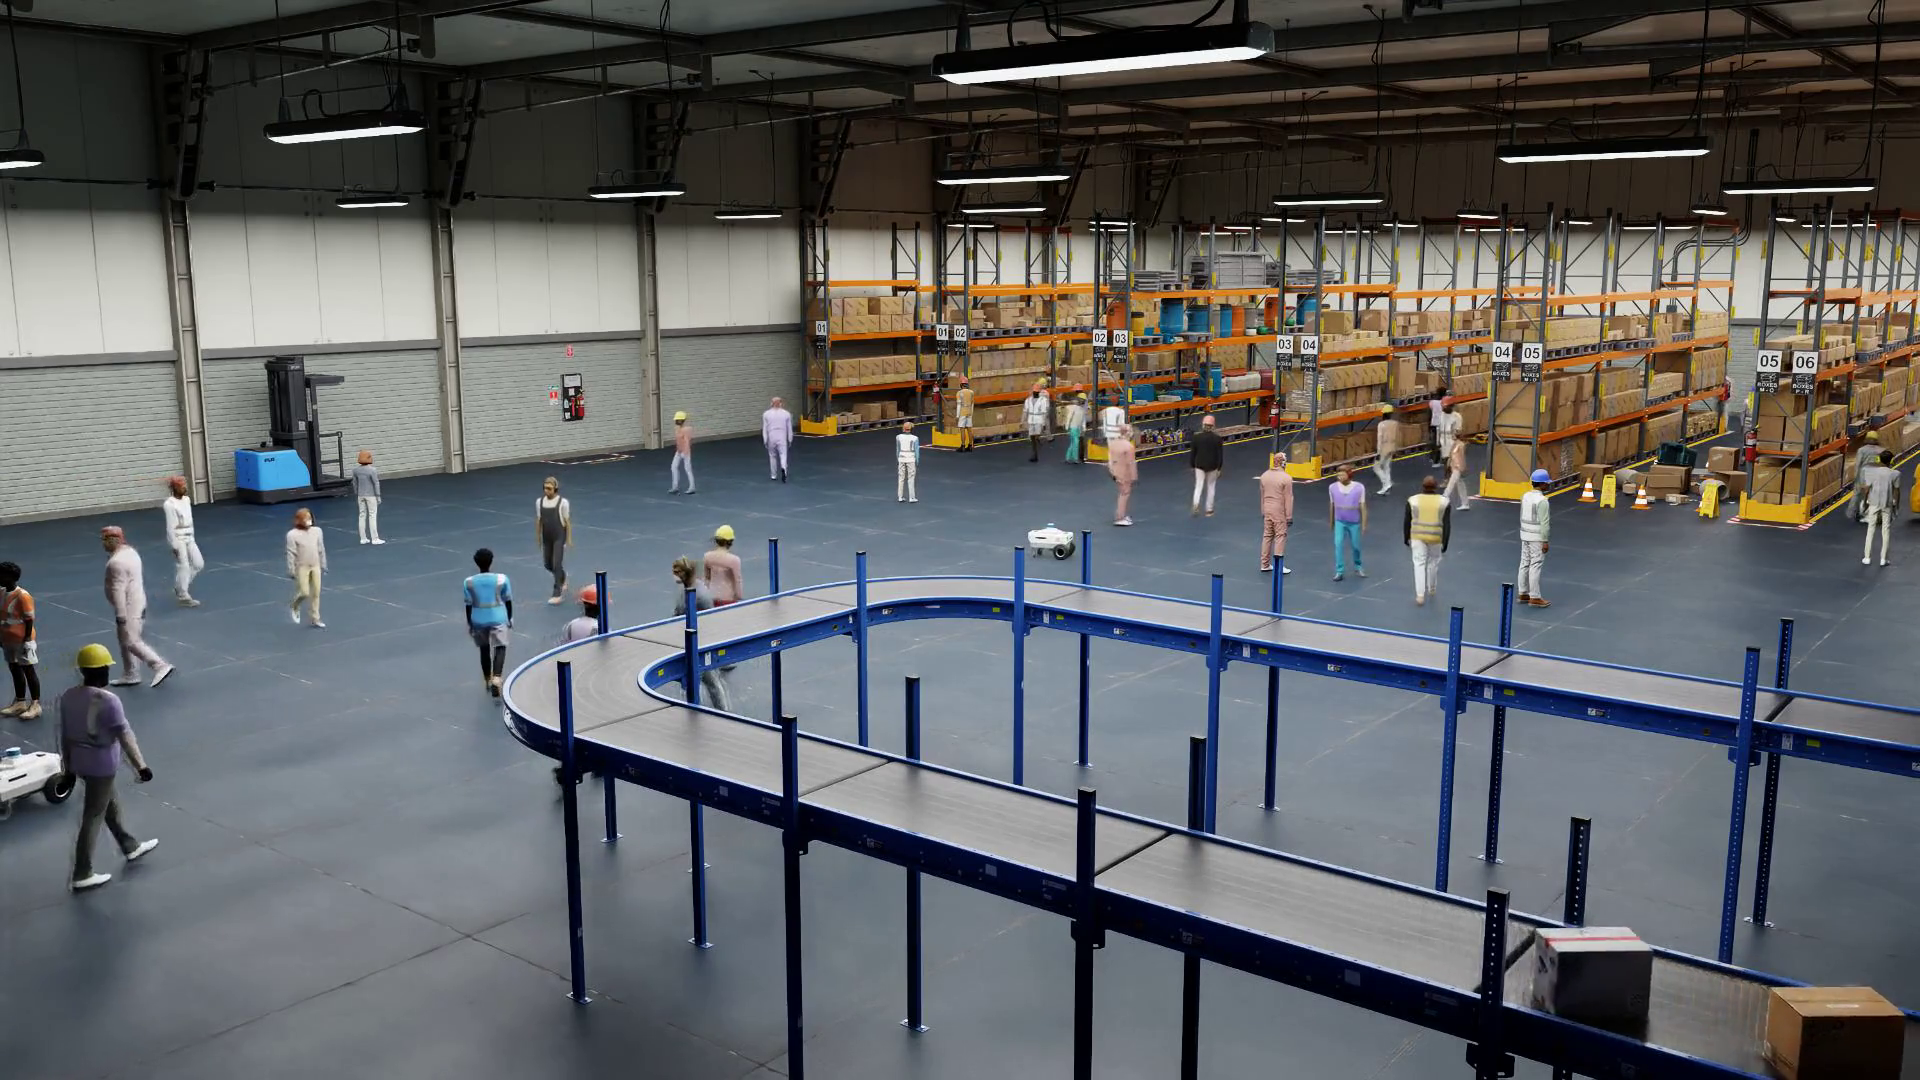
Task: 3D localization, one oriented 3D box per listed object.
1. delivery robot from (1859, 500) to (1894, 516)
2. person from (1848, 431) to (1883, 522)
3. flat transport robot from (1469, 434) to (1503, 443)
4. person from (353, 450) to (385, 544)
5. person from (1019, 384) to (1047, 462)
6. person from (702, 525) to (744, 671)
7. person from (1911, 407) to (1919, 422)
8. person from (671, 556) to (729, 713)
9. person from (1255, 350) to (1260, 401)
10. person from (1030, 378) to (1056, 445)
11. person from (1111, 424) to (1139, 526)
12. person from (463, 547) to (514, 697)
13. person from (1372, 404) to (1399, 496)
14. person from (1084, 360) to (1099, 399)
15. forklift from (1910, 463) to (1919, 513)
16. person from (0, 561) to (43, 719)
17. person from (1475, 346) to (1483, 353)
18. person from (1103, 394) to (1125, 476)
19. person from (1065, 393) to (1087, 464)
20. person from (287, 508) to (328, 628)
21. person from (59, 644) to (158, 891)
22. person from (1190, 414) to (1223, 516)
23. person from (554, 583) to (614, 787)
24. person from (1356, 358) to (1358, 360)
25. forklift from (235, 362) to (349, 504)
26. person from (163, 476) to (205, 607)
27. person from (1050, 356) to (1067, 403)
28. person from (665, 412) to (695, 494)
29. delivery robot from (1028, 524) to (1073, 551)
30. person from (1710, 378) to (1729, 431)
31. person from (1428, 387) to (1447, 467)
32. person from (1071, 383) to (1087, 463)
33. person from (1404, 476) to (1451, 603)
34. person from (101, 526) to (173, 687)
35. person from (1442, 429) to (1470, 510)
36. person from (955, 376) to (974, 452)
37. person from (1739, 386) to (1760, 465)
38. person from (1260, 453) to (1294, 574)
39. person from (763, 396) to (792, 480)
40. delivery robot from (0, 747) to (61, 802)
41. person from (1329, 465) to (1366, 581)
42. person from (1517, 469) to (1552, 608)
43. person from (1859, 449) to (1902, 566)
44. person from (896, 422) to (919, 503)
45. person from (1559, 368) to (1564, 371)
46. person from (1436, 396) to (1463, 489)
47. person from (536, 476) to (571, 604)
[{"bbox_3d":[17.238,-0.649,29.410,0.707,0.478,0.477,-7,12,-36],"label":"delivery robot"},{"bbox_3d":[17.052,-1.202,29.456,0.559,1.684,0.802,1,10,5],"label":"person"},{"bbox_3d":[14.578,-2.754,42.322,1.431,0.197,0.652,-1,10,-5],"label":"flat transport robot"},{"bbox_3d":[-10.229,-0.740,27.021,0.507,1.636,0.274,3,11,16],"label":"person"},{"bbox_3d":[1.784,-2.867,38.223,0.646,1.909,0.552,5,11,25],"label":"person"},{"bbox_3d":[-2.816,0.693,18.610,0.548,1.751,0.399,5,11,28],"label":"person"},{"bbox_3d":[26.163,-3.554,42.421,0.657,1.803,0.953,-2,10,-9],"label":"person"},{"bbox_3d":[-2.771,1.101,15.936,0.977,1.892,0.644,-5,11,-26],"label":"person"},{"bbox_3d":[10.306,-5.790,54.890,0.538,1.834,0.822,-5,11,-27],"label":"person"},{"bbox_3d":[2.190,-3.433,41.775,0.612,1.783,0.919,9,14,43],"label":"person"},{"bbox_3d":[3.113,-1.208,28.961,0.618,1.884,0.674,-4,11,-23],"label":"person"},{"bbox_3d":[-5.300,0.916,17.575,0.530,1.675,0.760,-1,10,-6],"label":"person"},{"bbox_3d":[8.874,-1.879,32.653,0.617,1.909,0.416,-7,12,-33],"label":"person"},{"bbox_3d":[3.970,-4.723,48.997,0.608,1.793,0.848,8,13,37],"label":"person"},{"bbox_3d":[19.034,-1.348,28.998,2.313,2.155,1.214,8,13,37],"label":"forklift"},{"bbox_3d":[-10.086,1.062,16.713,0.540,1.696,0.316,5,11,27],"label":"person"},{"bbox_3d":[17.875,-5.717,54.106,0.366,1.967,0.603,1,10,8],"label":"person"},{"bbox_3d":[3.529,-2.389,35.661,0.578,1.872,0.405,7,12,36],"label":"person"},{"bbox_3d":[2.827,-2.677,37.698,0.679,1.708,0.593,7,12,34],"label":"person"},{"bbox_3d":[-8.700,0.370,20.832,0.403,1.622,0.506,7,12,34],"label":"person"},{"bbox_3d":[-6.704,1.744,12.355,0.606,1.883,0.941,5,11,27],"label":"person"},{"bbox_3d":[4.686,-1.404,29.835,0.623,1.969,0.790,4,11,19],"label":"person"},{"bbox_3d":[-3.500,1.353,14.532,0.588,1.902,0.835,8,13,36],"label":"person"},{"bbox_3d":[12.991,-5.213,51.810,0.795,1.775,0.656,-2,10,-11],"label":"person"},{"bbox_3d":[-13.803,-2.244,32.110,1.129,2.768,1.873,8,13,37],"label":"forklift"},{"bbox_3d":[-10.960,0.020,22.091,0.418,1.866,0.599,0,10,2],"label":"person"},{"bbox_3d":[3.178,-4.896,49.749,0.638,1.890,1.038,7,12,35],"label":"person"},{"bbox_3d":[-5.895,-1.816,32.775,0.721,1.742,0.562,-8,13,-37],"label":"person"},{"bbox_3d":[1.494,-0.024,25.896,0.707,0.478,0.477,3,10,16],"label":"delivery robot"},{"bbox_3d":[21.866,-4.046,45.138,0.713,1.805,0.662,9,14,42],"label":"person"},{"bbox_3d":[11.491,-2.707,37.328,0.657,1.901,0.586,-8,13,-39],"label":"person"},{"bbox_3d":[2.859,-2.833,37.959,0.358,1.938,0.548,5,11,27],"label":"person"},{"bbox_3d":[6.723,-0.027,22.542,0.641,1.791,0.958,3,11,17],"label":"person"},{"bbox_3d":[-9.442,0.762,17.935,0.691,1.874,0.667,-2,10,-13],"label":"person"},{"bbox_3d":[9.641,-1.367,30.646,0.845,1.590,0.547,0,10,2],"label":"person"},{"bbox_3d":[0.108,-3.233,40.201,0.542,1.939,0.364,-8,13,-38],"label":"person"},{"bbox_3d":[19.011,-2.743,37.432,0.607,1.943,0.403,6,12,31],"label":"person"},{"bbox_3d":[4.986,-0.422,24.516,0.401,1.899,0.636,-6,12,-31],"label":"person"},{"bbox_3d":[-4.068,-2.253,34.858,0.650,1.887,0.736,-2,10,-10],"label":"person"},{"bbox_3d":[-8.422,2.096,13.960,0.477,0.478,0.707,4,11,19],"label":"delivery robot"},{"bbox_3d":[5.979,-0.288,24.046,0.603,1.801,0.702,5,11,28],"label":"person"},{"bbox_3d":[8.158,-0.037,22.189,0.384,1.949,0.605,-2,10,-11],"label":"person"},{"bbox_3d":[14.815,-0.528,25.201,0.552,1.865,0.335,6,12,30],"label":"person"},{"bbox_3d":[-1.065,-1.578,31.756,0.515,1.635,0.313,4,11,22],"label":"person"},{"bbox_3d":[16.984,-3.980,44.409,0.372,1.940,0.632,-6,12,-29],"label":"person"},{"bbox_3d":[10.629,-2.129,33.828,0.837,2.008,0.652,-8,13,-37],"label":"person"},{"bbox_3d":[-5.809,-0.029,22.519,0.518,1.828,0.701,3,10,14],"label":"person"}]
